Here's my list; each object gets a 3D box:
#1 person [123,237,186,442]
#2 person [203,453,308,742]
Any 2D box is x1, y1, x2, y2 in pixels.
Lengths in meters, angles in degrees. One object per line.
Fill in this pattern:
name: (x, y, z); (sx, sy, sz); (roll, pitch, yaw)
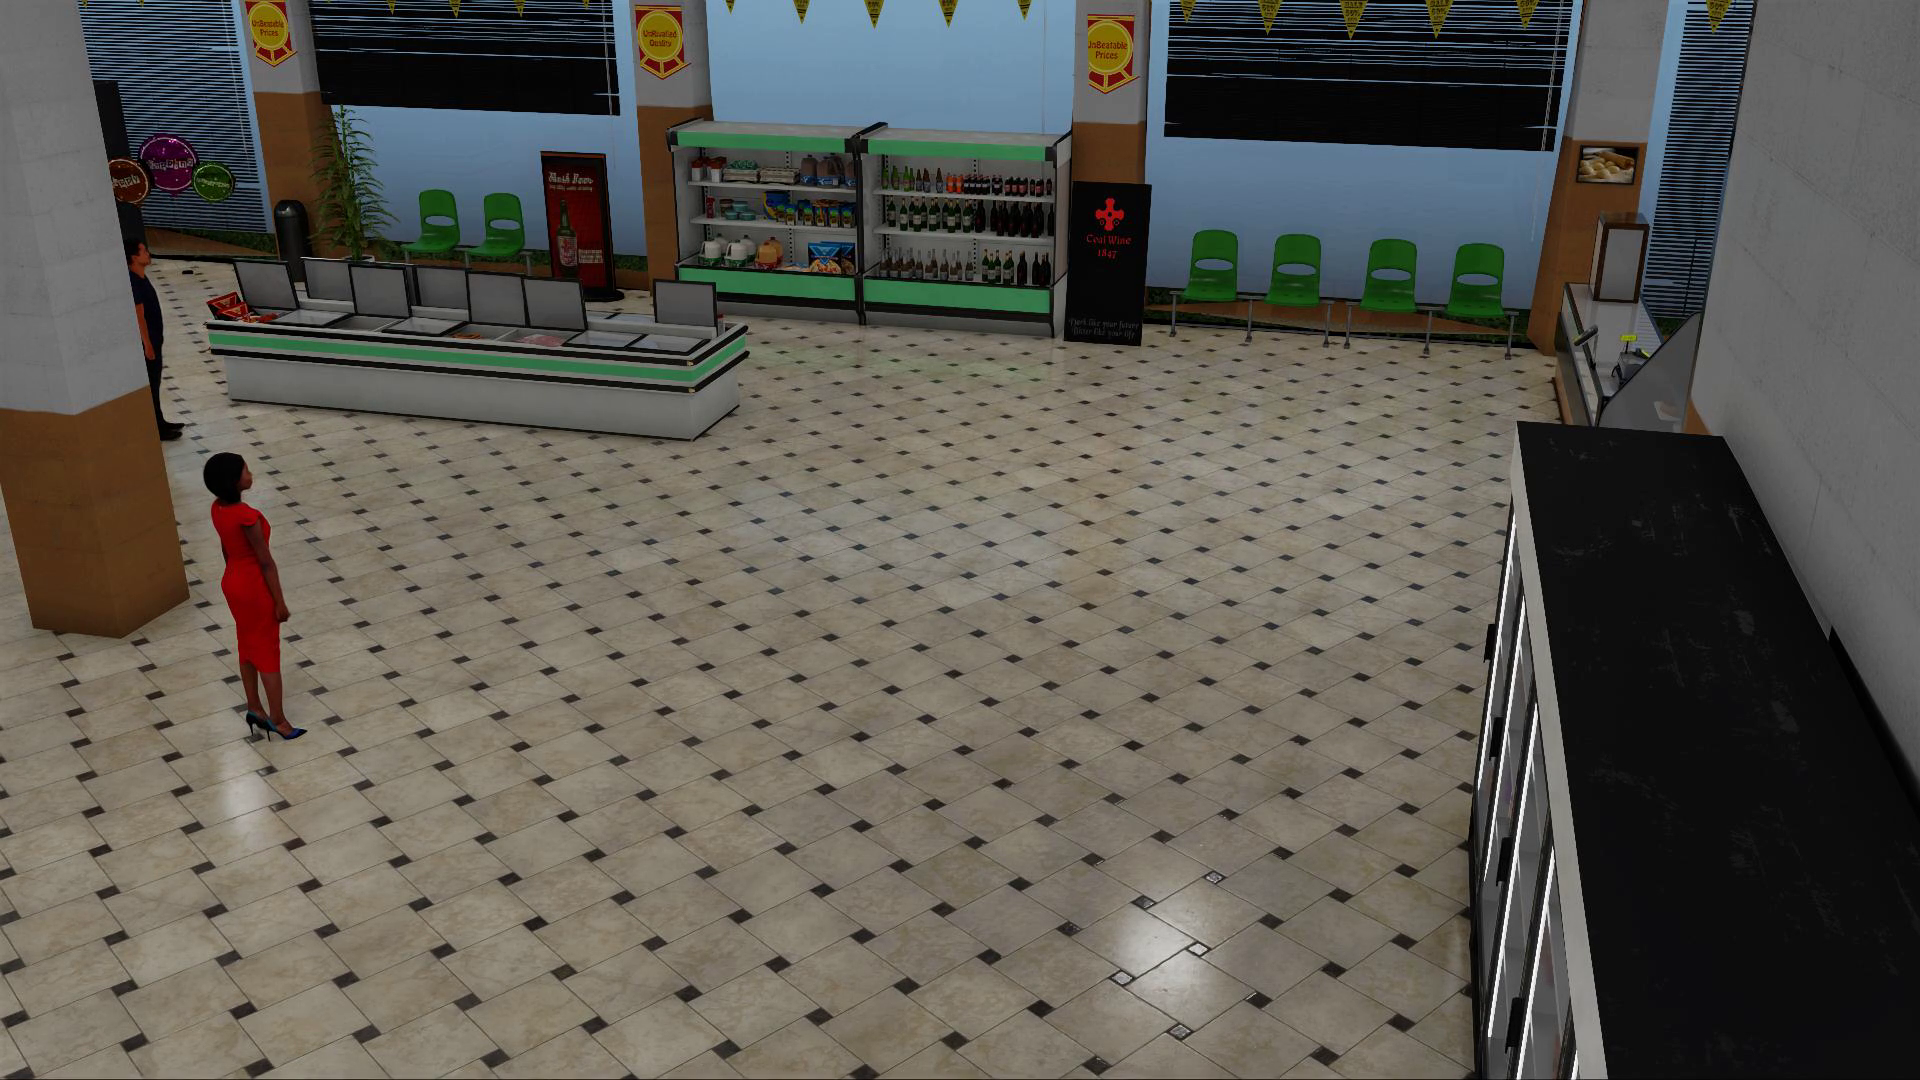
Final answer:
person: (-7.175, -1.776, 14.668); (0.729, 1.797, 0.719); (-8, 23, -18)
person: (-4.050, 0.329, 9.502); (0.551, 1.744, 0.690); (15, 26, 33)
